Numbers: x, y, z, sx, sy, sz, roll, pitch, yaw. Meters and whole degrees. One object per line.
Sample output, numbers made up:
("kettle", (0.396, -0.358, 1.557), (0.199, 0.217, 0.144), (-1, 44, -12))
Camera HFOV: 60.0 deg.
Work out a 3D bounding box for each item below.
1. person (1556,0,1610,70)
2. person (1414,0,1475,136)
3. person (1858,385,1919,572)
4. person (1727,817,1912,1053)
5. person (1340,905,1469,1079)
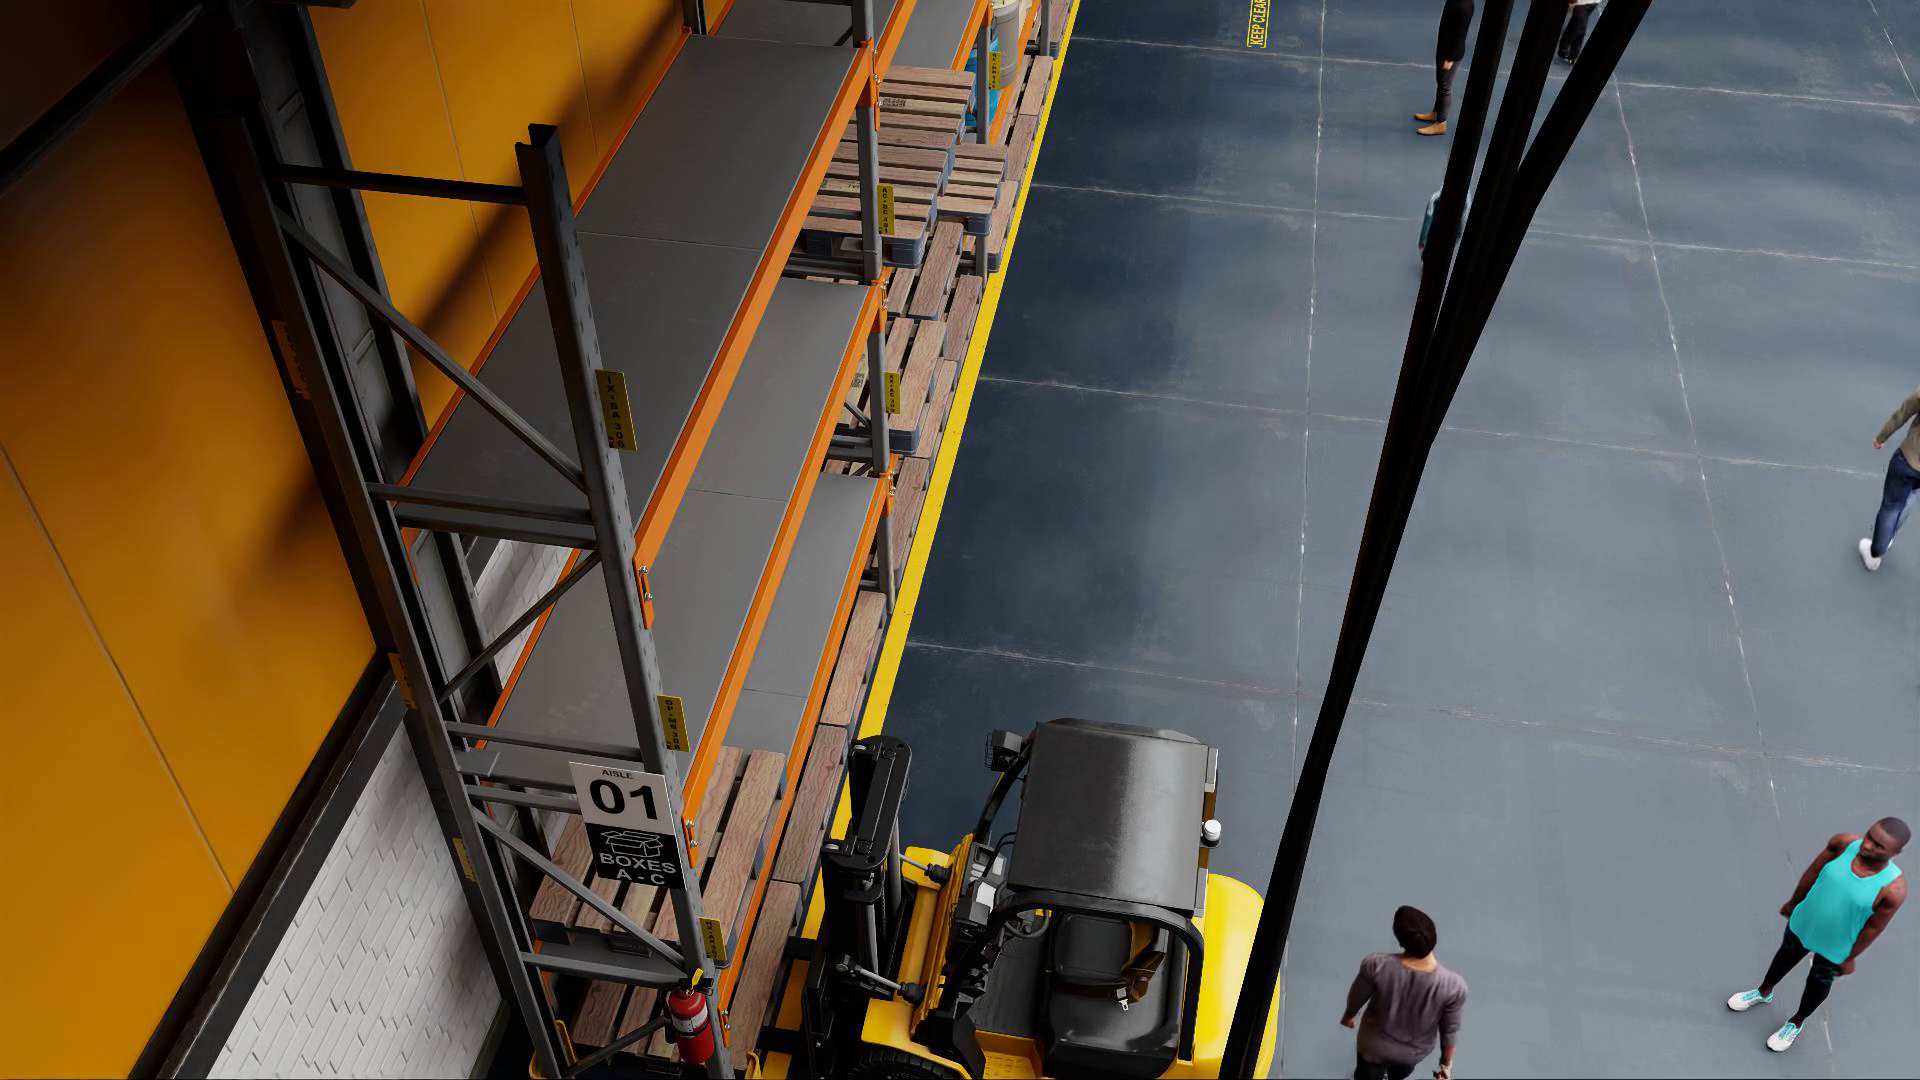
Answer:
("person", (6.346, -5.563, 17.006), (0.829, 1.441, 0.890), (-25, 49, -24))
("person", (4.696, -4.718, 15.915), (0.702, 1.722, 0.464), (6, 44, 6))
("person", (6.612, -0.497, 11.393), (0.710, 1.849, 0.701), (5, 44, 6))
("person", (4.571, 2.048, 8.749), (0.744, 1.811, 0.650), (-20, 47, -19))
("person", (2.133, 2.544, 8.242), (0.846, 1.792, 1.219), (15, 46, 15))
